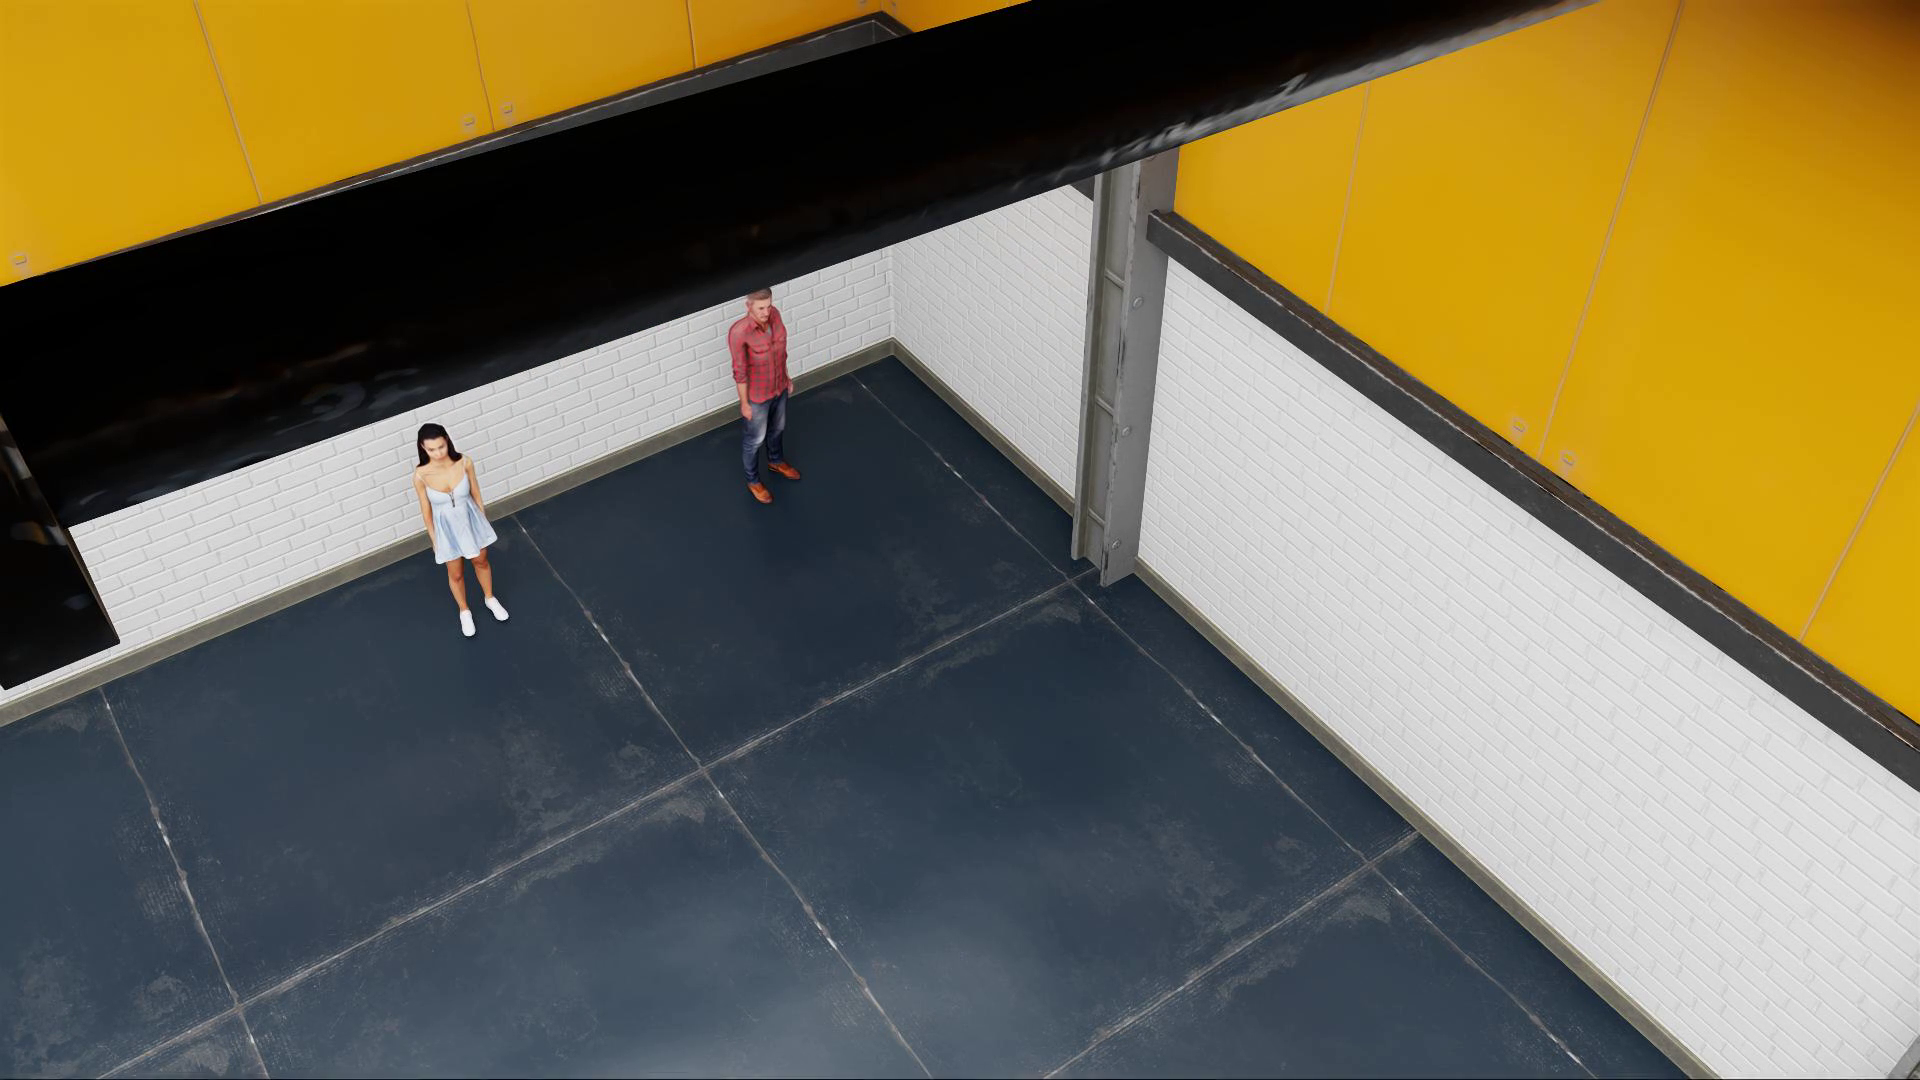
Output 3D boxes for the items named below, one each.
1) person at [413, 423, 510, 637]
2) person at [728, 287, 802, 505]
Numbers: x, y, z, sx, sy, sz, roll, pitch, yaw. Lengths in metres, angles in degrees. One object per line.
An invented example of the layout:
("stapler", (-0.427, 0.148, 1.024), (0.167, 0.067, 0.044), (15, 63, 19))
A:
("person", (-3.366, -0.098, 11.143), (0.581, 1.731, 0.517), (-25, 49, -24))
("person", (-1.445, -1.121, 12.144), (0.674, 1.831, 0.749), (27, 50, 26))
